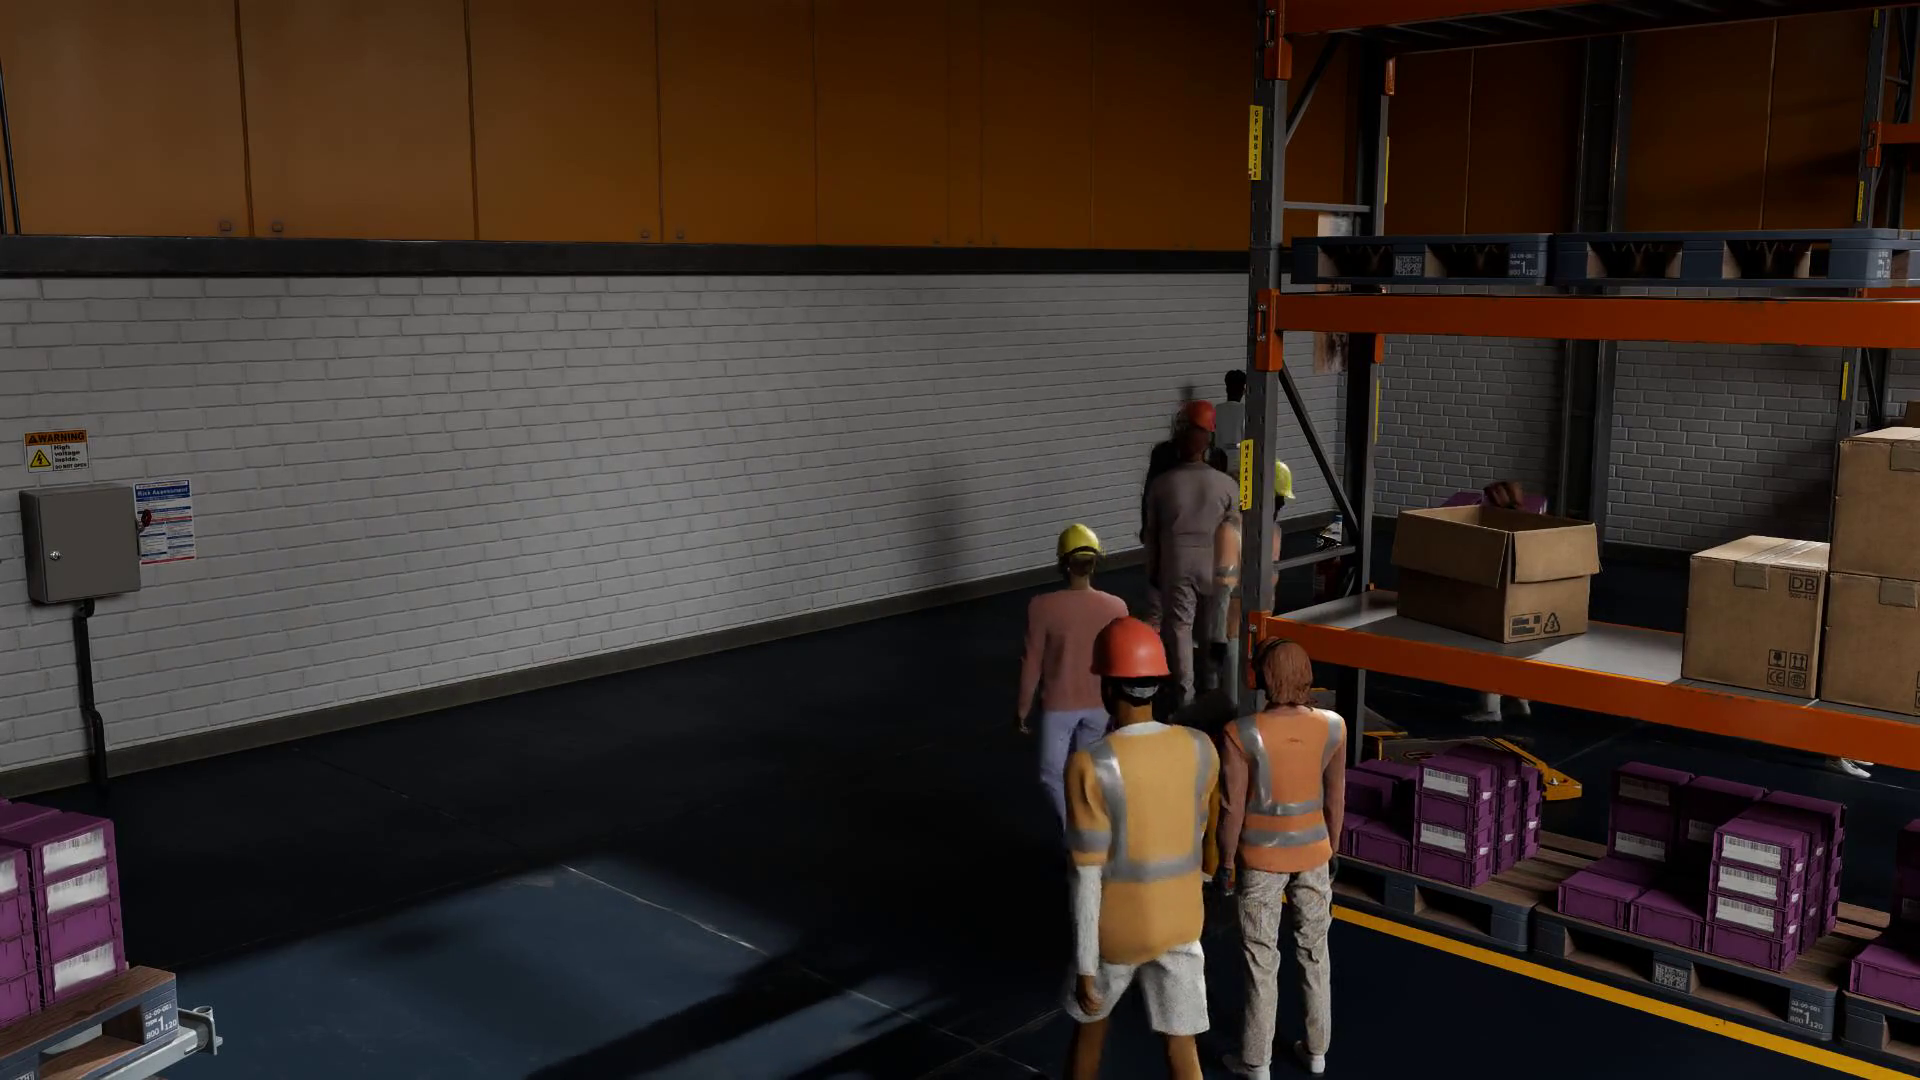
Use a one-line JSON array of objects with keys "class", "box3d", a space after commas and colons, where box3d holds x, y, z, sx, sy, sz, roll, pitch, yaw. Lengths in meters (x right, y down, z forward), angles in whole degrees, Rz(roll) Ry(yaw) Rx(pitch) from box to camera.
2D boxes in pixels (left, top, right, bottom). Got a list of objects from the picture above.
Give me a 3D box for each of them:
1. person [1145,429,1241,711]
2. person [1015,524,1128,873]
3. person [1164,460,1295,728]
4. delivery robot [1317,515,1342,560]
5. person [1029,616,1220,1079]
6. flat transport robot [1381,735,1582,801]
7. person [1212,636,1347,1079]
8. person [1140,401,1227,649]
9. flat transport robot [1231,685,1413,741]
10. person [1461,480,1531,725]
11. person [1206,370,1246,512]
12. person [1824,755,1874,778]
[{"class": "person", "box3d": [1.586, 0.183, 11.335, 0.674, 1.859, 0.897, 1, 9, 6]}, {"class": "person", "box3d": [0.569, 0.808, 7.872, 0.556, 1.737, 0.697, -3, 10, -18]}, {"class": "person", "box3d": [1.546, 0.474, 9.477, 0.649, 1.887, 0.714, -9, 13, -43]}, {"class": "delivery robot", "box3d": [3.692, 0.000, 16.170, 0.477, 0.478, 0.707, 3, 10, 21]}, {"class": "person", "box3d": [0.530, 1.172, 5.203, 0.549, 1.874, 0.997, -4, 10, -22]}, {"class": "flat transport robot", "box3d": [2.672, 1.300, 9.354, 1.431, 0.197, 0.652, -2, 9, -10]}, {"class": "person", "box3d": [1.154, 1.162, 6.013, 0.517, 1.639, 0.314, -3, 10, -17]}, {"class": "person", "box3d": [1.647, -0.115, 12.940, 0.846, 1.947, 0.366, 4, 10, 23]}, {"class": "flat transport robot", "box3d": [2.220, 1.144, 10.310, 0.652, 0.197, 1.431, -2, 9, -10]}, {"class": "person", "box3d": [3.471, 0.408, 10.696, 0.376, 1.612, 0.554, 7, 11, 35]}, {"class": "person", "box3d": [2.711, -0.712, 16.529, 0.602, 1.958, 0.390, 4, 10, 24]}, {"class": "person", "box3d": [5.269, 0.556, 9.743, 0.278, 1.634, 0.498, 6, 11, 34]}]
